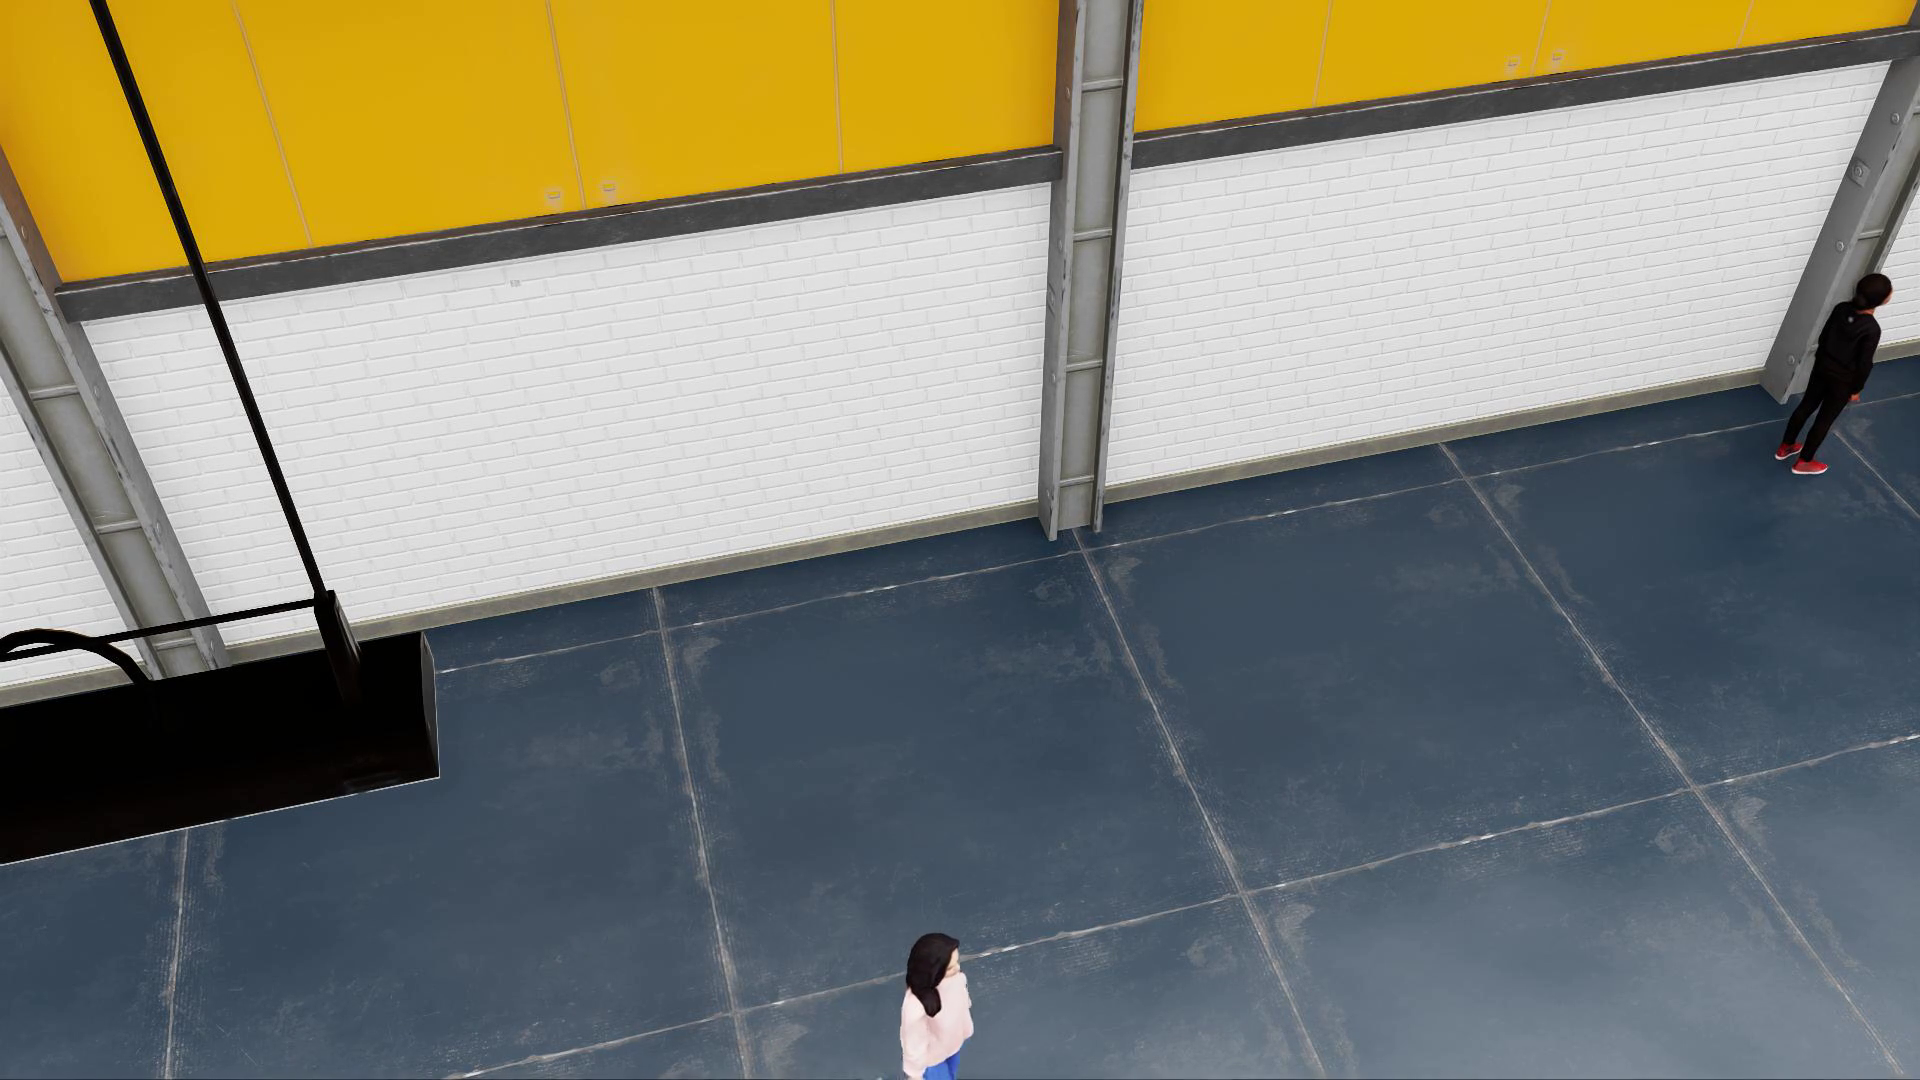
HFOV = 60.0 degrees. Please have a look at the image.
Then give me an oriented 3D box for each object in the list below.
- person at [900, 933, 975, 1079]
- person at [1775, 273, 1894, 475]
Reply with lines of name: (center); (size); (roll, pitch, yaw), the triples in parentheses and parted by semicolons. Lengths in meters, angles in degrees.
person: (-0.196, 2.421, 8.101); (0.916, 1.762, 0.856); (21, 47, 21)
person: (6.297, -1.196, 11.960); (0.531, 1.675, 0.614); (-15, 46, -15)
